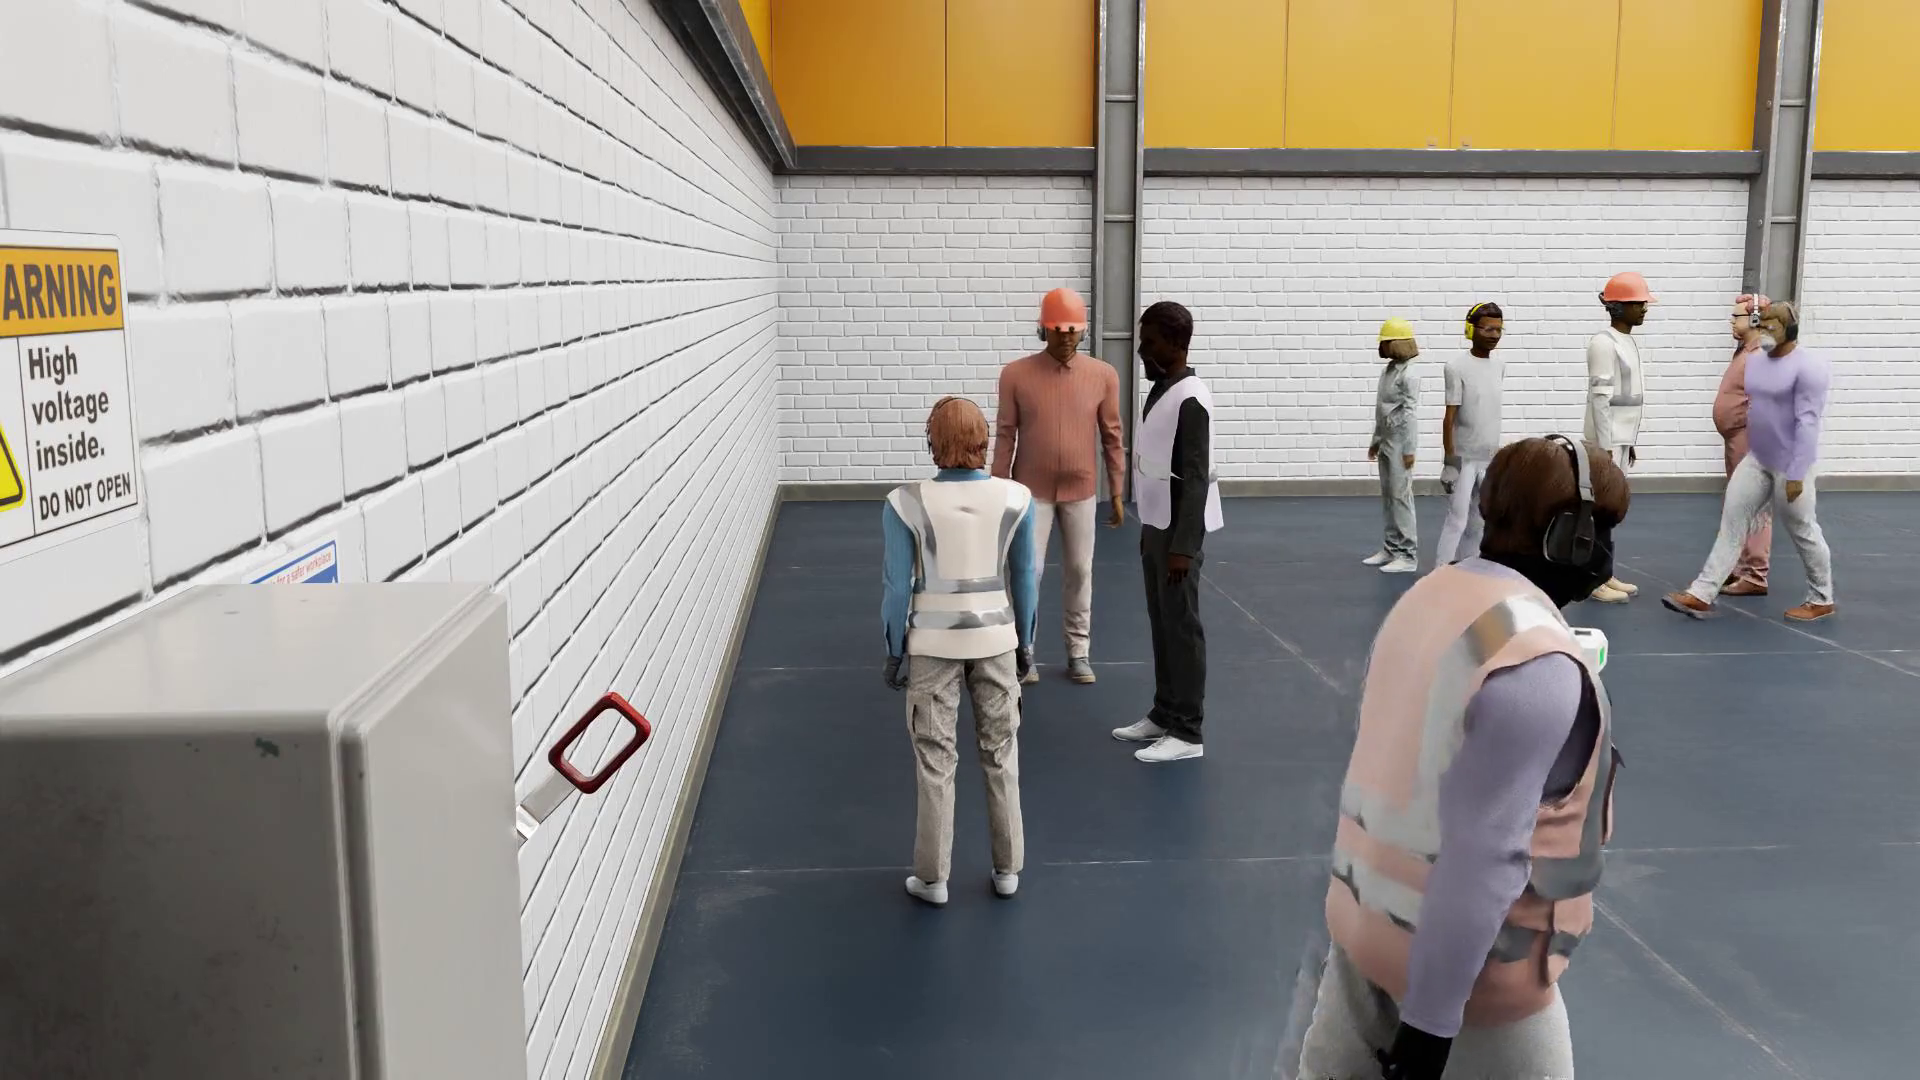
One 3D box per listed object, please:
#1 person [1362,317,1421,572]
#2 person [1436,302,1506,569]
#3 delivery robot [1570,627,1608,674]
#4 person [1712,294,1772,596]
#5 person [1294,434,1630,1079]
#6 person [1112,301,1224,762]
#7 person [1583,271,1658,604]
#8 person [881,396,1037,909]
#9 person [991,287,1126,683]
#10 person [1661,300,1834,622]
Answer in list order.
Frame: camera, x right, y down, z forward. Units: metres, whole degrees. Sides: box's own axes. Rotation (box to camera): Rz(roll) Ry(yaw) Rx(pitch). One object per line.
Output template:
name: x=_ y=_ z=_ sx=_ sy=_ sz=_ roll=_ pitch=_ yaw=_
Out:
person: x=2.965 y=-0.651 z=11.404 sx=0.317 sy=1.738 sz=0.489 roll=-1 pitch=9 yaw=-6
person: x=3.037 y=-0.463 z=9.815 sx=0.534 sy=1.864 sz=0.310 roll=-6 pitch=11 yaw=-35
delivery robot: x=2.535 y=0.508 z=7.523 sx=0.707 sy=0.478 sz=0.477 roll=2 pitch=9 yaw=14
person: x=4.978 y=-0.601 z=10.552 sx=0.402 sy=1.906 sz=0.652 roll=2 pitch=9 yaw=14
person: x=0.807 y=0.698 z=2.885 sx=1.034 sy=1.766 sz=0.627 roll=-1 pitch=9 yaw=-8
person: x=0.889 y=-0.035 z=6.972 sx=0.392 sy=1.917 sz=0.589 roll=-1 pitch=9 yaw=-8
person: x=4.084 y=-0.636 z=10.342 sx=0.377 sy=2.045 sz=0.605 roll=6 pitch=11 yaw=34
person: x=-0.002 y=0.362 z=5.336 sx=0.515 sy=1.640 sz=0.315 roll=-2 pitch=9 yaw=-14
person: x=0.491 y=-0.245 z=8.142 sx=0.655 sy=1.967 sz=0.494 roll=-1 pitch=9 yaw=-9
person: x=4.673 y=-0.432 z=9.597 sx=1.029 sy=1.873 sz=0.648 roll=-2 pitch=9 yaw=-13
